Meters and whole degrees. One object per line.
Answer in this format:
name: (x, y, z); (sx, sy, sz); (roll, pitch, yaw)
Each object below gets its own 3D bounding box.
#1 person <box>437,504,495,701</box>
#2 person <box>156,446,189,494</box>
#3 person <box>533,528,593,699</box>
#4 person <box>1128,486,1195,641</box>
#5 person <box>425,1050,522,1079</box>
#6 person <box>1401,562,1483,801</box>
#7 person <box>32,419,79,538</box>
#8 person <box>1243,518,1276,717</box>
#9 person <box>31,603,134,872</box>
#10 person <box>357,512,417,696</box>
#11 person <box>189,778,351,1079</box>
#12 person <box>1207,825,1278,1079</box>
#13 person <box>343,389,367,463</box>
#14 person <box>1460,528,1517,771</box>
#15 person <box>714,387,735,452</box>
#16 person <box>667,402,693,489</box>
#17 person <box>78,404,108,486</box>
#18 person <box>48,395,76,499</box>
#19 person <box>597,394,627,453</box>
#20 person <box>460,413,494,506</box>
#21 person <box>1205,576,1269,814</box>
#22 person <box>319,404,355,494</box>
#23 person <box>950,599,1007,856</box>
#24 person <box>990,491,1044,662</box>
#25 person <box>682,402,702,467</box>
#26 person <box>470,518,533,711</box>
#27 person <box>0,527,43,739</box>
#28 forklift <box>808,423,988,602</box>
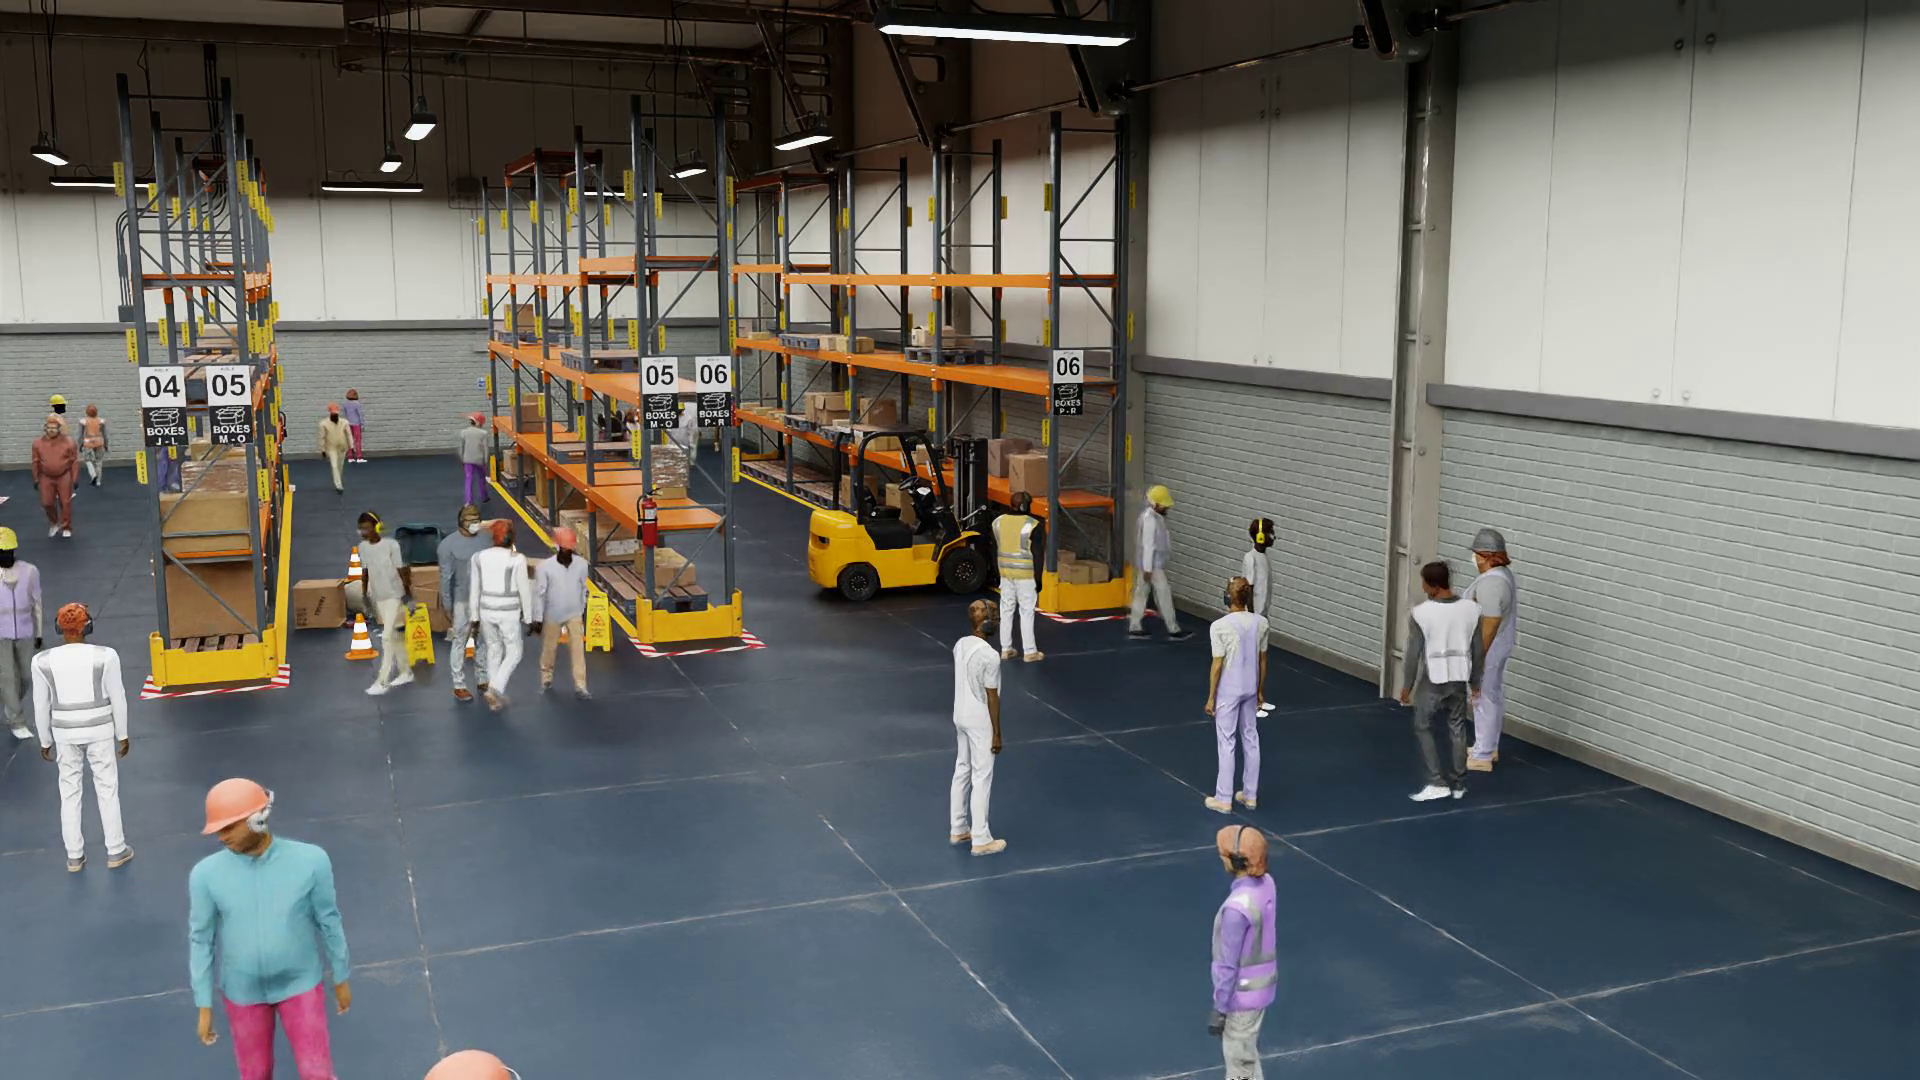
person: (-4.772, 0.598, 16.246); (0.369, 1.932, 0.628); (9, 12, 43)
person: (-14.937, -1.806, 31.487); (0.618, 1.887, 0.543); (2, 9, 14)
person: (-3.938, 0.701, 16.359); (0.583, 1.696, 0.763); (-6, 11, -35)
person: (2.296, 0.265, 18.792); (0.848, 1.772, 0.622); (1, 9, 5)
person: (-1.360, 2.390, 4.750); (0.610, 1.993, 0.380); (6, 11, 34)
person: (3.821, 1.124, 13.088); (0.652, 1.894, 0.392); (-2, 9, -15)
person: (-14.227, -0.962, 26.177); (0.681, 1.888, 0.458); (-3, 10, -20)
person: (2.817, 0.718, 15.664); (0.313, 1.869, 0.534); (4, 10, 24)
person: (-6.085, 1.365, 11.556); (0.573, 1.883, 0.355); (-3, 9, -16)
person: (-5.746, 0.618, 16.490); (0.551, 1.809, 0.873); (4, 10, 25)
person: (-3.080, 1.995, 7.453); (0.648, 1.941, 0.699); (-2, 9, -14)
person: (1.308, 2.107, 7.685); (0.322, 1.629, 0.532); (4, 10, 24)
person: (-13.399, -2.522, 36.789); (0.500, 1.636, 0.285); (3, 10, 19)
person: (4.366, 0.903, 13.963); (0.539, 2.000, 0.689); (5, 10, 28)
person: (-5.559, -3.078, 39.015); (0.616, 2.041, 0.378); (-4, 10, -21)
person: (-5.413, -1.843, 32.135); (0.523, 1.761, 0.328); (-3, 10, -20)
person: (-16.967, -1.849, 32.578); (0.536, 1.624, 0.400); (-7, 11, -36)
person: (-16.709, -1.732, 30.898); (0.359, 1.930, 0.588); (-3, 10, -20)
person: (-6.354, -1.693, 30.301); (0.395, 2.038, 0.615); (8, 12, 42)
person: (-8.673, -1.430, 29.771); (0.595, 1.674, 0.906); (1, 9, 6)
person: (2.125, 1.184, 12.808); (0.512, 1.845, 0.340); (-4, 10, -24)
person: (-11.901, -1.754, 31.756); (0.575, 1.706, 0.920); (-7, 11, -37)
person: (0.131, 1.330, 11.934); (0.349, 1.837, 0.502); (-6, 11, -33)
person: (0.635, 0.387, 17.860); (0.624, 1.838, 0.430); (6, 11, 34)
person: (-5.787, -2.380, 35.645); (0.563, 1.723, 0.690); (-1, 9, -4)
person: (-4.350, 0.726, 15.637); (0.644, 1.868, 0.545); (2, 9, 15)
person: (-8.546, 0.815, 14.933); (0.611, 1.910, 0.592); (7, 12, 39)
forklift: (-0.830, -0.399, 21.676); (2.313, 2.155, 1.214); (-4, 10, -21)
